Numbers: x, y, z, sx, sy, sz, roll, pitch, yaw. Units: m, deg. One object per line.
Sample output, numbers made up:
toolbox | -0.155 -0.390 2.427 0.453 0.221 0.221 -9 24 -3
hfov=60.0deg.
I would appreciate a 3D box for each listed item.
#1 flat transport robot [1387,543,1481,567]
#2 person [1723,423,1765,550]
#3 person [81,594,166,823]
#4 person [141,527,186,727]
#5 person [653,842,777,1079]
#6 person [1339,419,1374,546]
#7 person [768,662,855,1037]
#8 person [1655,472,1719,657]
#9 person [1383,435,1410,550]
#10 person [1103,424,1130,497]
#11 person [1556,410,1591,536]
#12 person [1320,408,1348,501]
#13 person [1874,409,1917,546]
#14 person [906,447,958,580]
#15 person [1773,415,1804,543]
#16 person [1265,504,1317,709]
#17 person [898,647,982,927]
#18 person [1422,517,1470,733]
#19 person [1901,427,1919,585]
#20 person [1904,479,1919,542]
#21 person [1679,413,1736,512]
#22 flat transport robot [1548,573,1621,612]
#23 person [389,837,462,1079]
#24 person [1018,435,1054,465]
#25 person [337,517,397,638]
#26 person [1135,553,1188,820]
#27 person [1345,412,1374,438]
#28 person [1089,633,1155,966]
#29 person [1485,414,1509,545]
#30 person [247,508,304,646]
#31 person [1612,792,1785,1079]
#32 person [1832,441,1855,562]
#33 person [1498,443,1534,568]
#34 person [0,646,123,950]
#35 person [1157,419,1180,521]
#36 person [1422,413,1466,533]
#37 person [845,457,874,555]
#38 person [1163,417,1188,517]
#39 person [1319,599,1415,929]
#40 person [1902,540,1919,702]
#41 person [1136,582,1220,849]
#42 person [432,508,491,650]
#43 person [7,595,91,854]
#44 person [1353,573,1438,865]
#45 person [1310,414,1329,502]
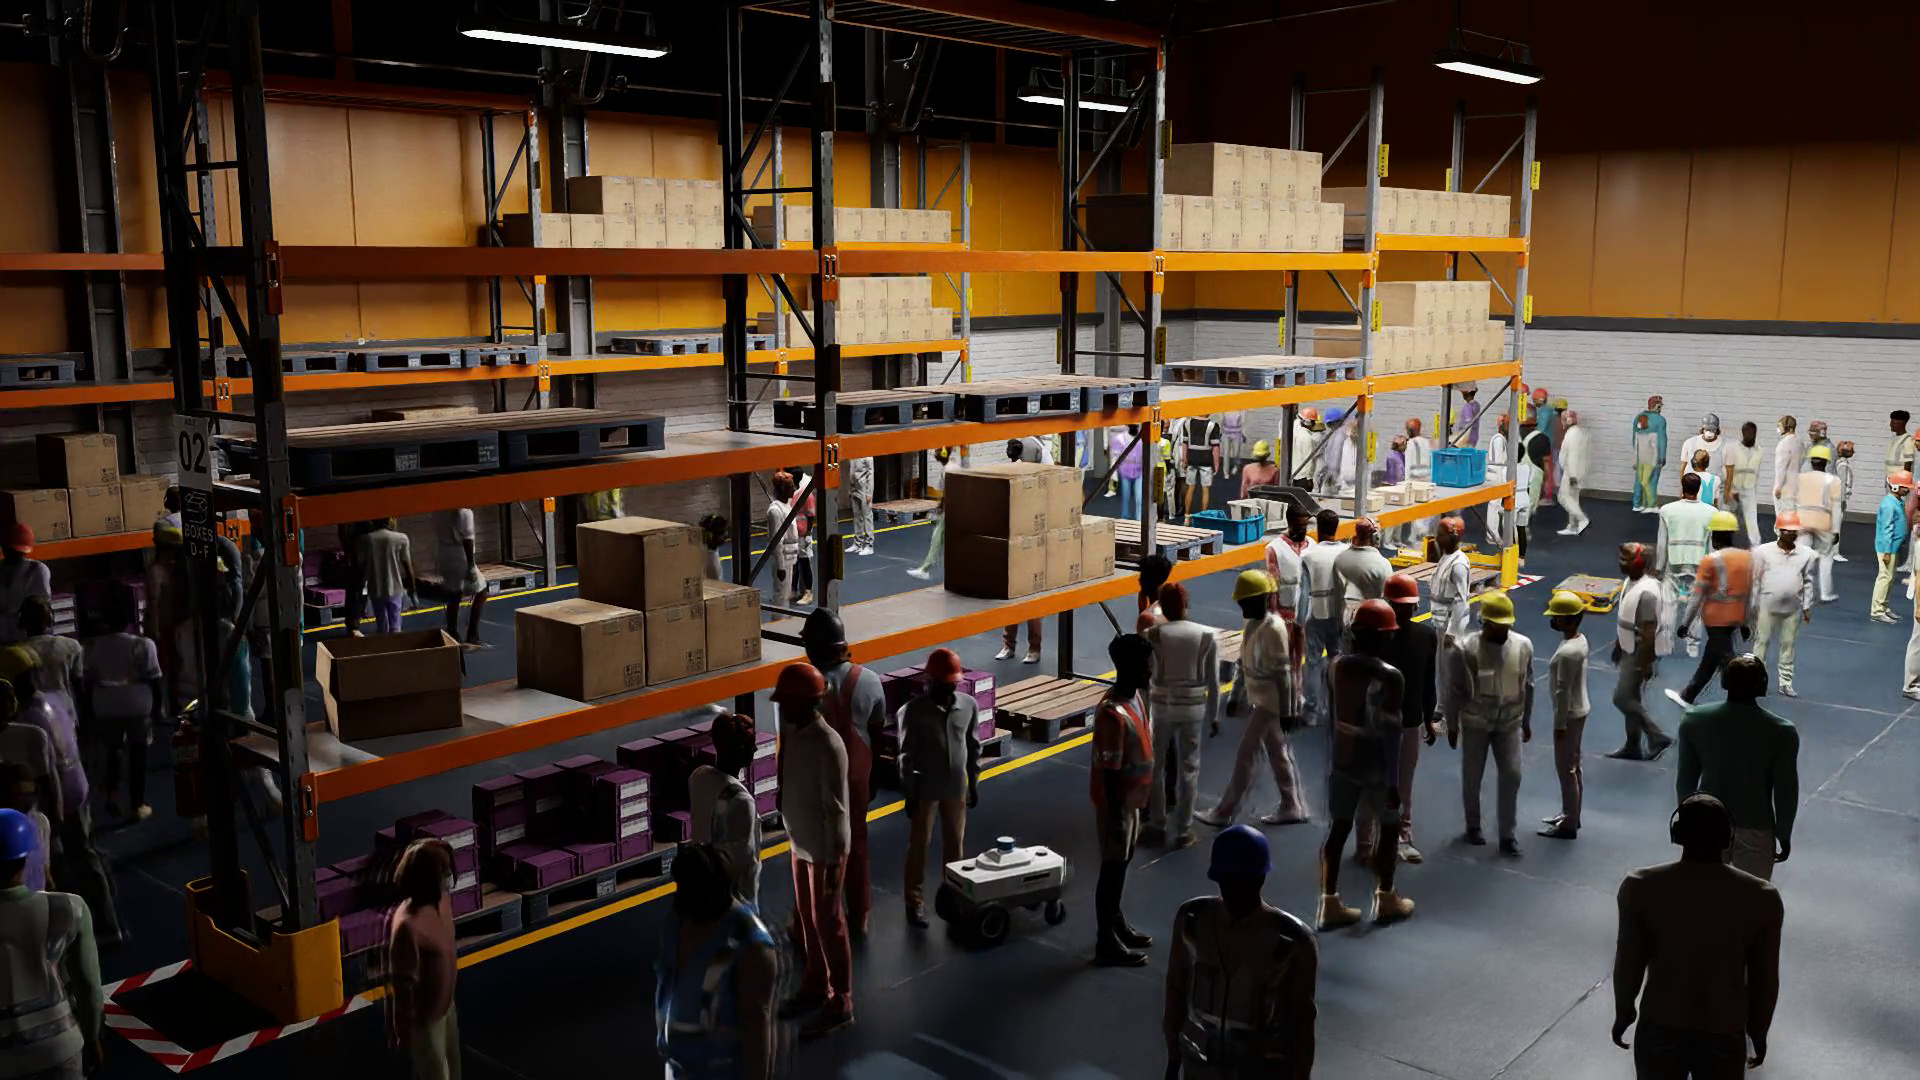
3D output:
flat transport robot | 6.411 0.183 22.466 0.652 0.197 1.431 9 13 42
person | 10.794 -0.685 22.900 0.579 1.857 0.985 -1 10 -5
person | -6.048 1.223 12.053 0.555 1.680 0.366 -1 10 -5
person | -6.996 0.753 14.655 0.385 1.748 0.577 0 10 -3
person | -0.934 2.061 6.645 0.640 1.827 0.627 -9 13 -43
person | 5.584 -0.772 23.385 0.479 1.879 0.678 -4 10 -21
person | -0.789 1.617 8.809 0.414 1.985 0.635 -5 11 -29
person | 7.483 0.259 17.148 0.584 1.911 0.392 2 10 9
person | 6.170 -0.672 23.519 0.320 1.631 0.518 8 12 39
person | 2.739 -1.668 28.638 0.601 1.915 0.435 4 10 23
person | 9.104 -0.990 24.682 0.456 1.880 0.672 5 11 28
person | 5.546 -1.003 24.645 0.484 1.912 0.614 1 10 4
person | 13.458 -0.892 23.874 0.377 1.962 0.606 1 10 5
person | -0.159 -0.364 21.142 0.972 1.813 0.520 -2 10 -10
person | 11.577 -0.781 23.294 0.627 1.930 0.370 -9 13 -42
person | 2.980 0.614 15.024 0.597 1.909 0.405 -7 12 -35
person | -0.110 1.504 10.205 0.564 1.742 0.367 -5 11 -28
person | 4.221 0.728 14.412 0.356 1.884 0.574 1 10 4
person | 12.105 -0.433 20.912 0.415 2.034 0.607 8 12 40
person | 11.330 -0.101 19.424 0.648 1.858 0.962 0 10 -1
person | 10.118 -0.721 22.590 0.679 2.000 0.535 6 11 32
flat transport robot | 7.516 0.623 19.837 0.652 0.197 1.431 6 11 31
person | -2.358 2.065 7.223 0.477 1.620 0.501 0 10 2
person | 1.062 -0.807 23.104 0.535 2.000 0.685 1 10 7
person | -6.347 0.059 17.934 0.536 2.000 0.704 7 12 37
person | 1.437 1.066 12.151 0.367 1.962 0.612 6 11 32
person | 6.565 -1.321 27.383 0.562 1.623 0.908 4 10 21
person | 0.942 1.489 9.657 0.370 1.960 0.608 3 10 16
person | 7.780 -0.877 23.983 0.353 1.886 0.573 2 10 14
person | -7.147 0.204 17.436 0.392 1.919 0.591 7 12 37
person | 2.991 1.976 6.810 0.628 1.935 0.373 3 10 17
person | 11.997 -0.538 22.689 0.314 1.641 0.515 4 10 21
person | 7.344 -0.455 22.021 0.534 1.698 0.318 -6 11 -32
person | -5.383 1.529 9.660 0.891 1.862 0.605 -3 10 -18
person | 3.191 -1.116 26.137 0.515 1.641 0.314 1 10 4
person | 7.213 -0.987 24.720 0.607 1.860 1.002 9 13 42
person | -1.394 -0.663 23.126 0.304 1.745 0.483 -8 12 -38
person | 3.467 -1.333 26.591 0.387 1.929 0.544 -4 10 -25
person | 2.524 1.365 10.173 0.809 2.020 0.662 -6 11 -32
person | 9.017 0.583 15.423 0.560 1.836 0.394 -5 11 -29
person | 1.498 1.216 11.564 0.608 1.867 0.364 0 10 -1
person | -5.158 0.207 17.343 0.633 1.937 0.543 7 12 37
person | -6.165 1.279 11.233 0.327 1.843 0.515 9 13 43
person | 2.932 1.203 11.240 0.609 1.995 0.378 -2 10 -10
person | 5.500 -1.095 25.746 0.320 1.737 0.483 9 13 43
